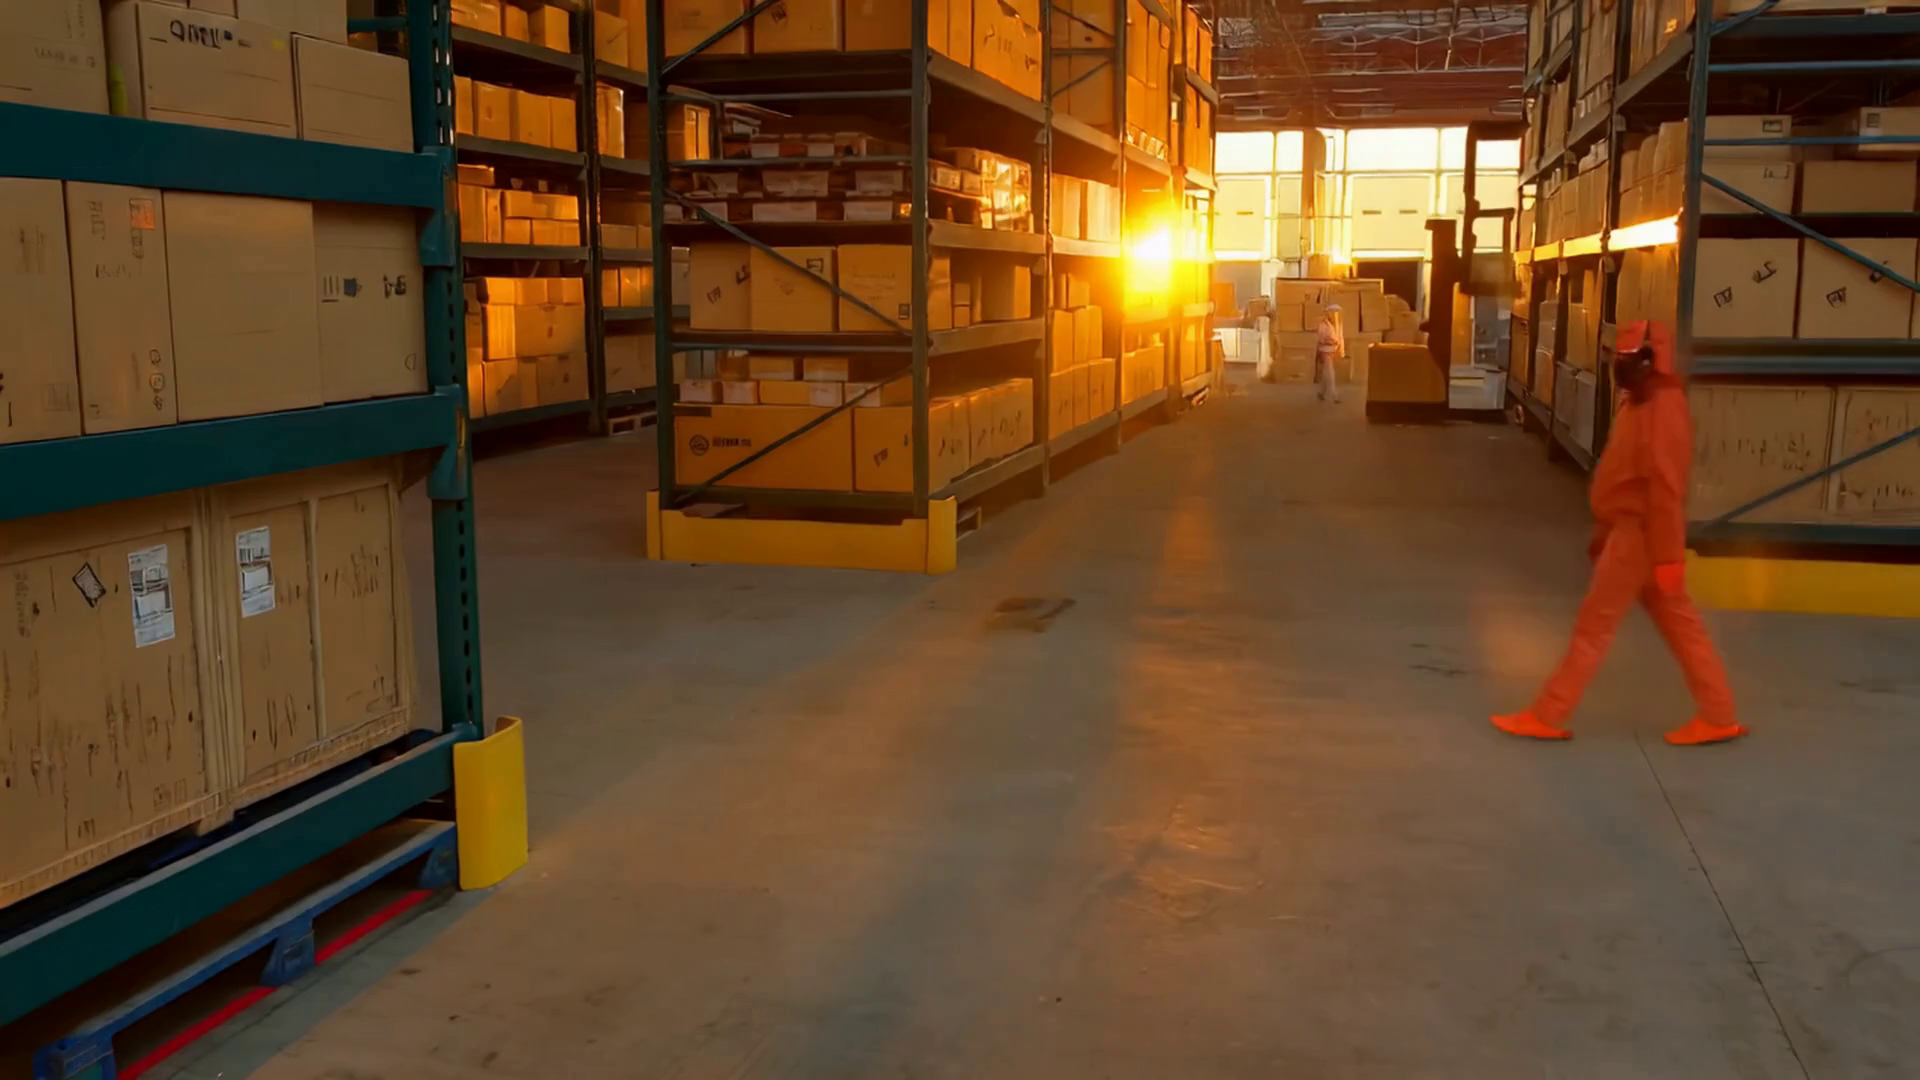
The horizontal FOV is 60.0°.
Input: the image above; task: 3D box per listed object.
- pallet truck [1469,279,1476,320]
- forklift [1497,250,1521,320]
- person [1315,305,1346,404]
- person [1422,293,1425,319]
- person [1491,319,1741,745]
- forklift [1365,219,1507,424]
[{"bbox_3d":[18.896,-8.459,60.307,1.885,1.965,0.823,5,10,31],"label":"pallet truck"},{"bbox_3d":[16.010,-6.928,47.789,1.129,2.768,1.873,2,9,15],"label":"forklift"},{"bbox_3d":[6.004,-3.024,27.015,0.523,1.606,0.808,-4,10,-24],"label":"person"},{"bbox_3d":[14.262,-6.818,50.114,0.641,1.932,0.374,3,9,16],"label":"person"},{"bbox_3d":[2.912,-0.018,7.164,1.019,1.853,0.652,4,10,21],"label":"person"},{"bbox_3d":[6.688,-3.063,23.230,1.873,2.768,1.129,2,9,15],"label":"forklift"}]
